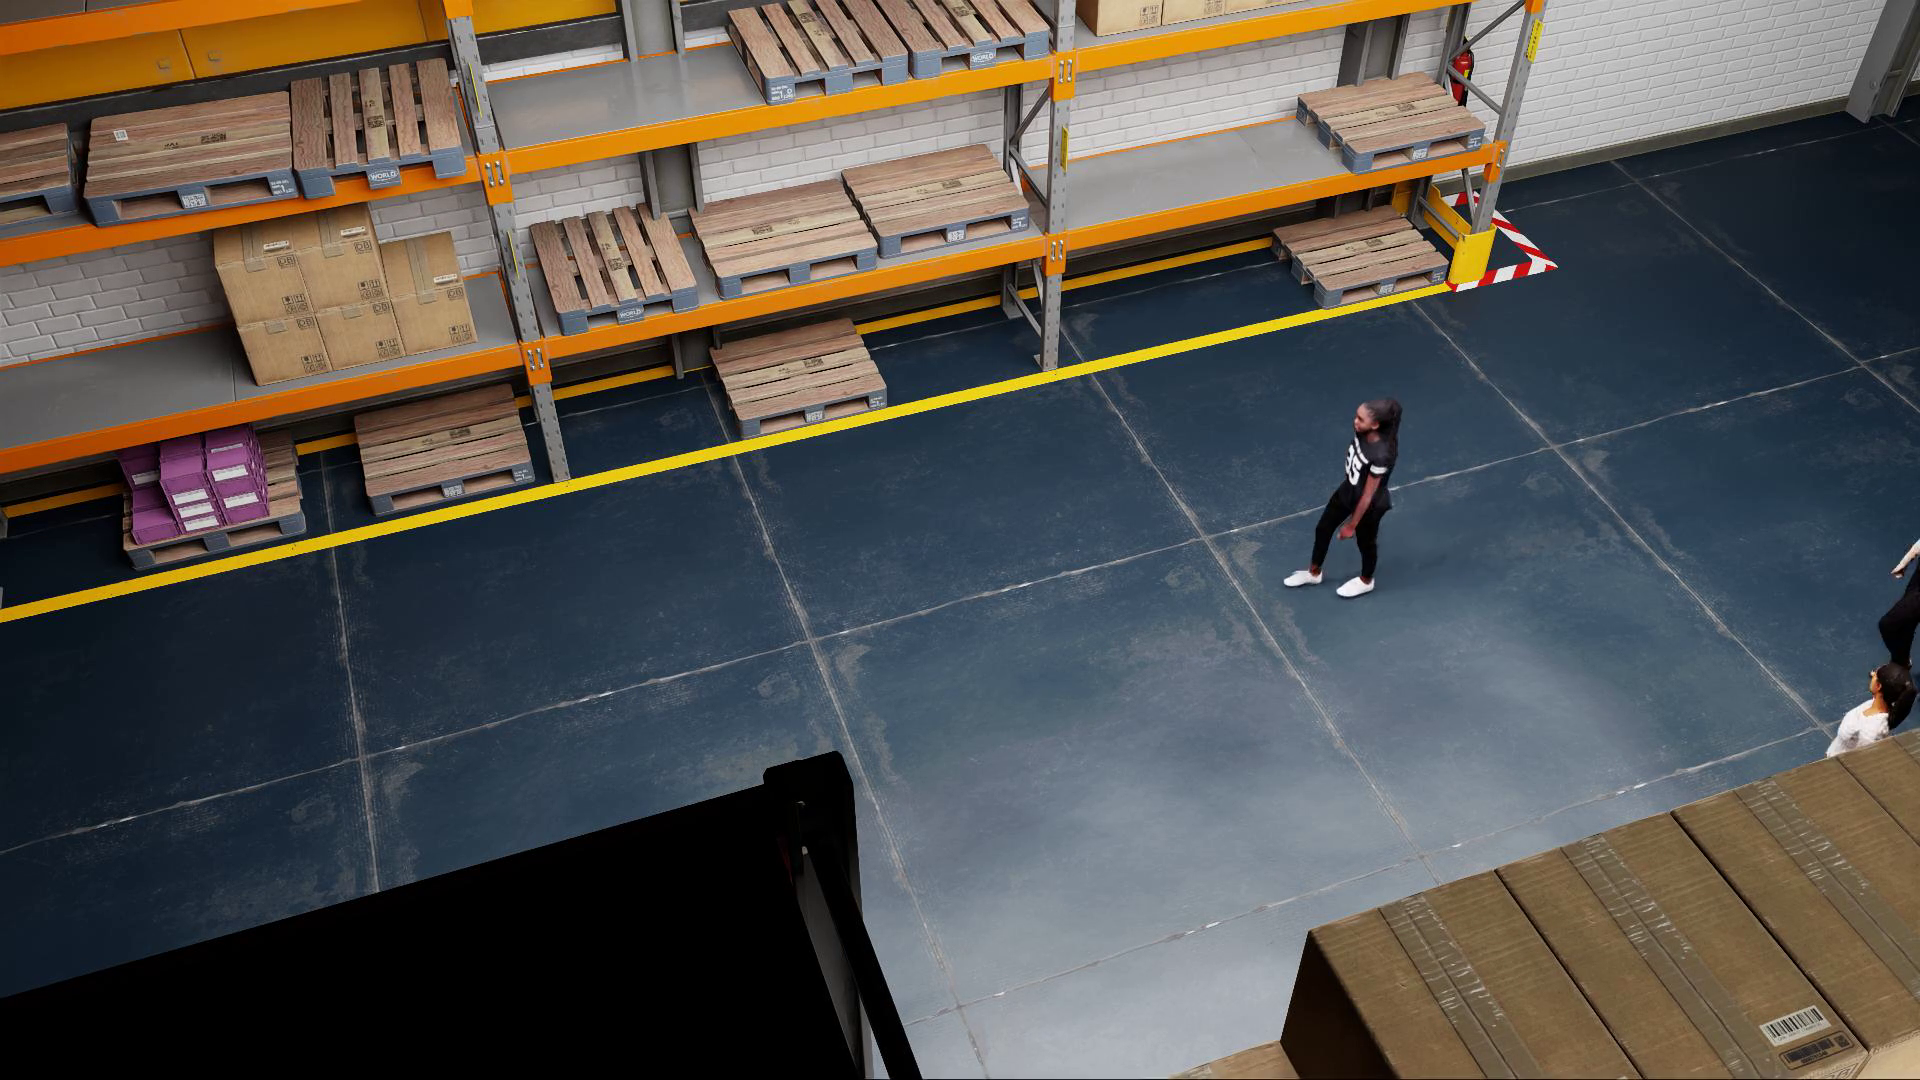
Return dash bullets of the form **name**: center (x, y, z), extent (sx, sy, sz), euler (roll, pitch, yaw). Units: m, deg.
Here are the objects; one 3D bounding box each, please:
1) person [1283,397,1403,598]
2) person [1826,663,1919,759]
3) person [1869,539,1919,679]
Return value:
- **person**: center (2.784, -0.262, 11.187), extent (0.849, 1.712, 0.643), euler (-13, 45, -13)
- **person**: center (5.175, 1.388, 9.542), extent (1.022, 1.594, 1.143), euler (29, 51, 27)
- **person**: center (6.226, 0.327, 10.566), extent (0.760, 1.717, 0.735), euler (9, 44, 9)
